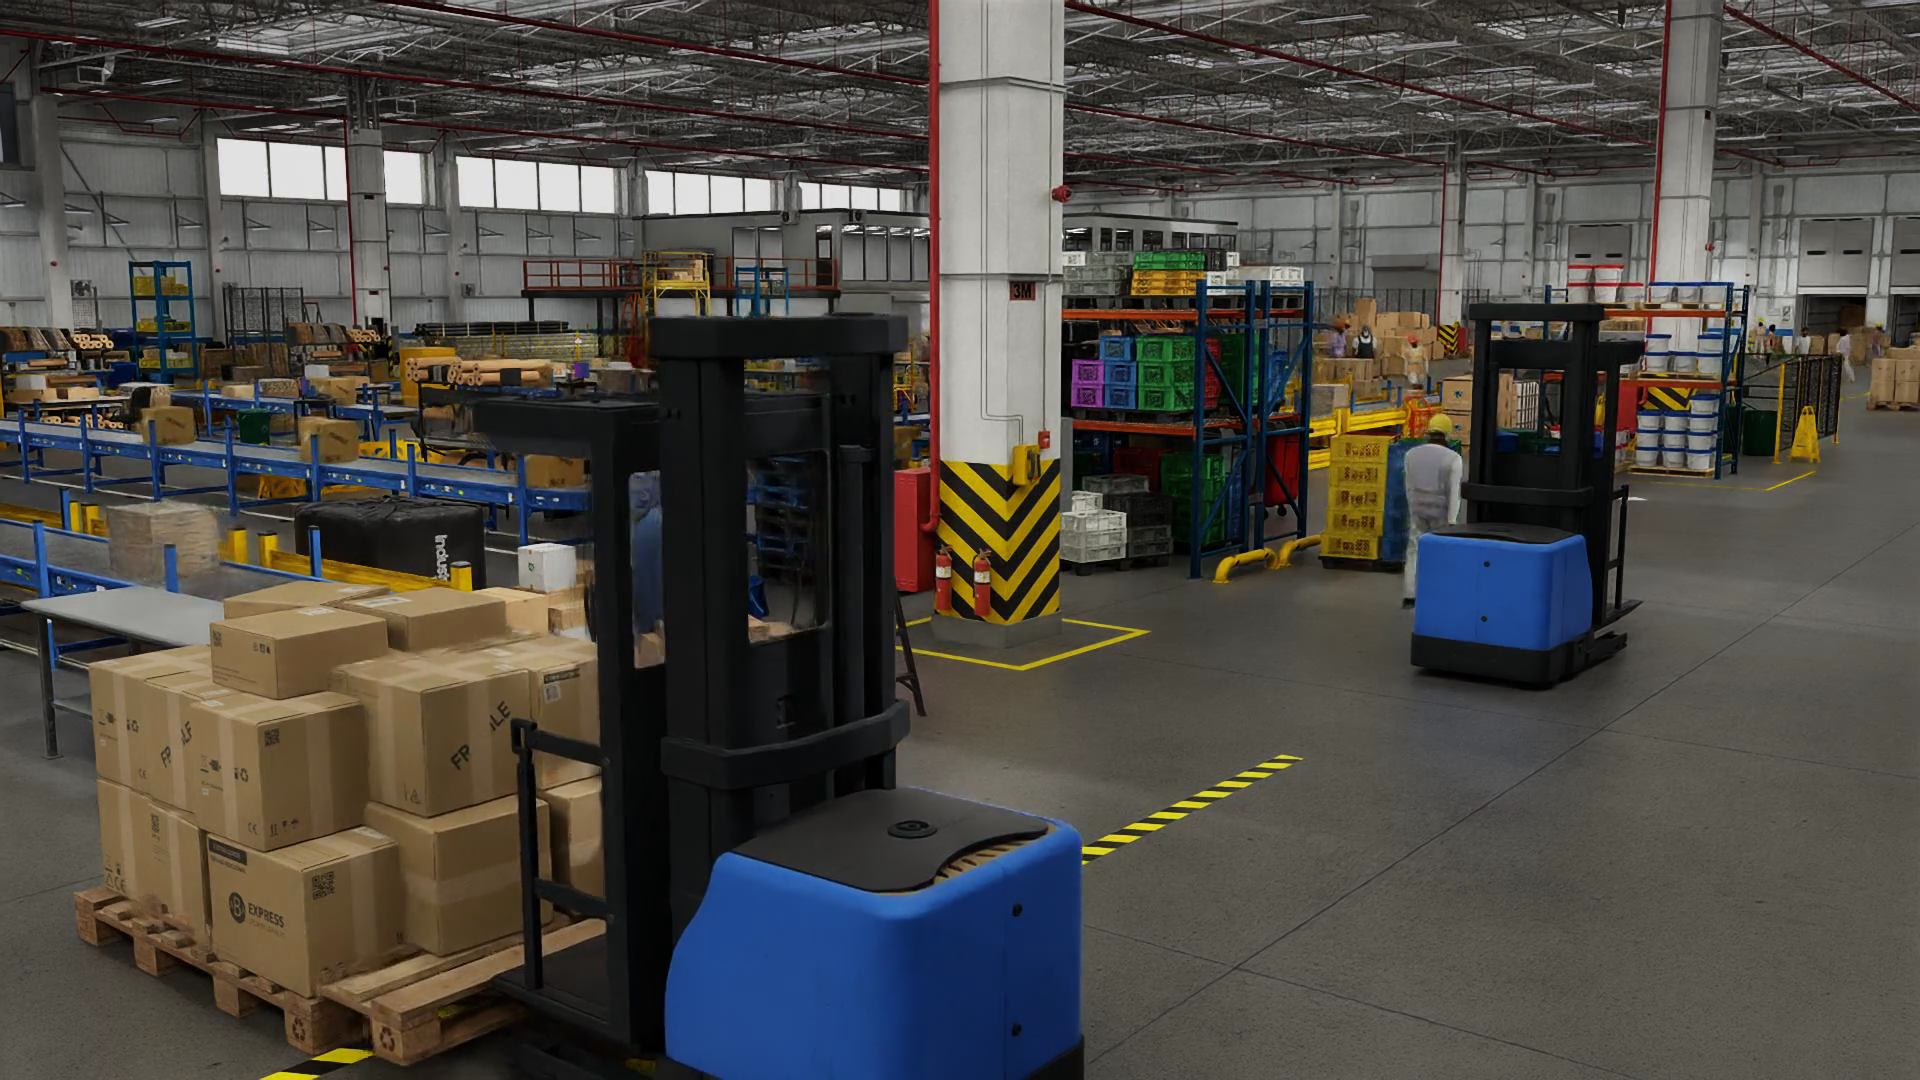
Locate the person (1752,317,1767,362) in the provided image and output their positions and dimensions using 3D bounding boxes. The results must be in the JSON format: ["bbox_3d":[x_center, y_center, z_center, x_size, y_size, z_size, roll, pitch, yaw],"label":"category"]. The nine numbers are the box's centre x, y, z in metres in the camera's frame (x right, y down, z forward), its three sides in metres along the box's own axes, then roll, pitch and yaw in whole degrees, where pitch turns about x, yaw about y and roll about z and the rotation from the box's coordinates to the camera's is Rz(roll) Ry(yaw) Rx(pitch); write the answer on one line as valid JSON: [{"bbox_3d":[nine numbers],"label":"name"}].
[{"bbox_3d":[33.526,-8.383,69.739,0.598,1.891,0.780,1,8,7],"label":"person"}]

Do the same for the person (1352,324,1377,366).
[{"bbox_3d":[11.721,-5.255,48.144,0.701,2.000,0.553,1,8,5],"label":"person"}]

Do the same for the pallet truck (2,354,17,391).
[{"bbox_3d":[-24.881,-4.417,42.634,1.885,1.965,0.823,8,11,41],"label":"pallet truck"}]

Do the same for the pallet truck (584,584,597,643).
[{"bbox_3d":[-1.426,0.805,10.019,1.601,1.201,0.680,-4,9,-26],"label":"pallet truck"}]

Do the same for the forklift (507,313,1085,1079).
[{"bbox_3d":[-0.583,0.610,5.788,1.873,2.768,1.129,7,11,37],"label":"forklift"}]

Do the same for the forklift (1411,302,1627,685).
[{"bbox_3d":[4.379,-0.438,12.852,1.129,2.768,1.873,7,11,37],"label":"forklift"}]

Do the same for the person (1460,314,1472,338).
[{"bbox_3d":[24.200,-9.873,79.663,0.566,1.929,0.622,-5,10,-28],"label":"person"}]

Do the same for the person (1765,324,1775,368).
[{"bbox_3d":[31.515,-7.534,64.654,0.322,1.697,0.533,4,9,23],"label":"person"}]

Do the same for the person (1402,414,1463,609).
[{"bbox_3d":[4.397,-0.272,15.385,0.609,1.783,0.934,7,11,40],"label":"person"}]

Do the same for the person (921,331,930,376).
[{"bbox_3d":[-0.972,-5.651,51.868,0.530,1.731,0.897,-2,9,-14],"label":"person"}]

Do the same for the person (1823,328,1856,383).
[{"bbox_3d":[28.538,-5.963,53.763,0.945,1.797,0.639,3,9,20],"label":"person"}]

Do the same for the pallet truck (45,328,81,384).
[{"bbox_3d":[-23.775,-4.544,43.495,1.885,1.965,0.823,6,10,35],"label":"pallet truck"}]

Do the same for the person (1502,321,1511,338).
[{"bbox_3d":[24.194,-8.980,73.594,0.474,1.943,0.684,6,10,35],"label":"person"}]

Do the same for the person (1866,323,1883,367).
[{"bbox_3d":[36.133,-7.653,65.338,0.884,1.718,0.555,6,10,35],"label":"person"}]

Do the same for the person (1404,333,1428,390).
[{"bbox_3d":[11.417,-4.236,41.711,0.603,1.902,0.646,0,8,-1],"label":"person"}]

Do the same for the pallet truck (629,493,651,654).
[{"bbox_3d":[-3.115,0.344,12.883,0.653,1.274,1.630,7,11,37],"label":"pallet truck"}]

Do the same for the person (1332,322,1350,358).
[{"bbox_3d":[12.064,-5.928,52.875,1.045,1.995,0.629,6,11,37],"label":"person"}]

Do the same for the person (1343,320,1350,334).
[{"bbox_3d":[14.098,-7.112,61.080,0.528,1.912,0.614,0,8,-2],"label":"person"}]

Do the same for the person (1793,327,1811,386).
[{"bbox_3d":[26.117,-5.670,51.531,0.530,1.864,0.313,-1,8,-5],"label":"person"}]

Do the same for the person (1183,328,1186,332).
[{"bbox_3d":[6.759,-5.432,49.979,0.581,1.858,0.863,-7,11,-40],"label":"person"}]
